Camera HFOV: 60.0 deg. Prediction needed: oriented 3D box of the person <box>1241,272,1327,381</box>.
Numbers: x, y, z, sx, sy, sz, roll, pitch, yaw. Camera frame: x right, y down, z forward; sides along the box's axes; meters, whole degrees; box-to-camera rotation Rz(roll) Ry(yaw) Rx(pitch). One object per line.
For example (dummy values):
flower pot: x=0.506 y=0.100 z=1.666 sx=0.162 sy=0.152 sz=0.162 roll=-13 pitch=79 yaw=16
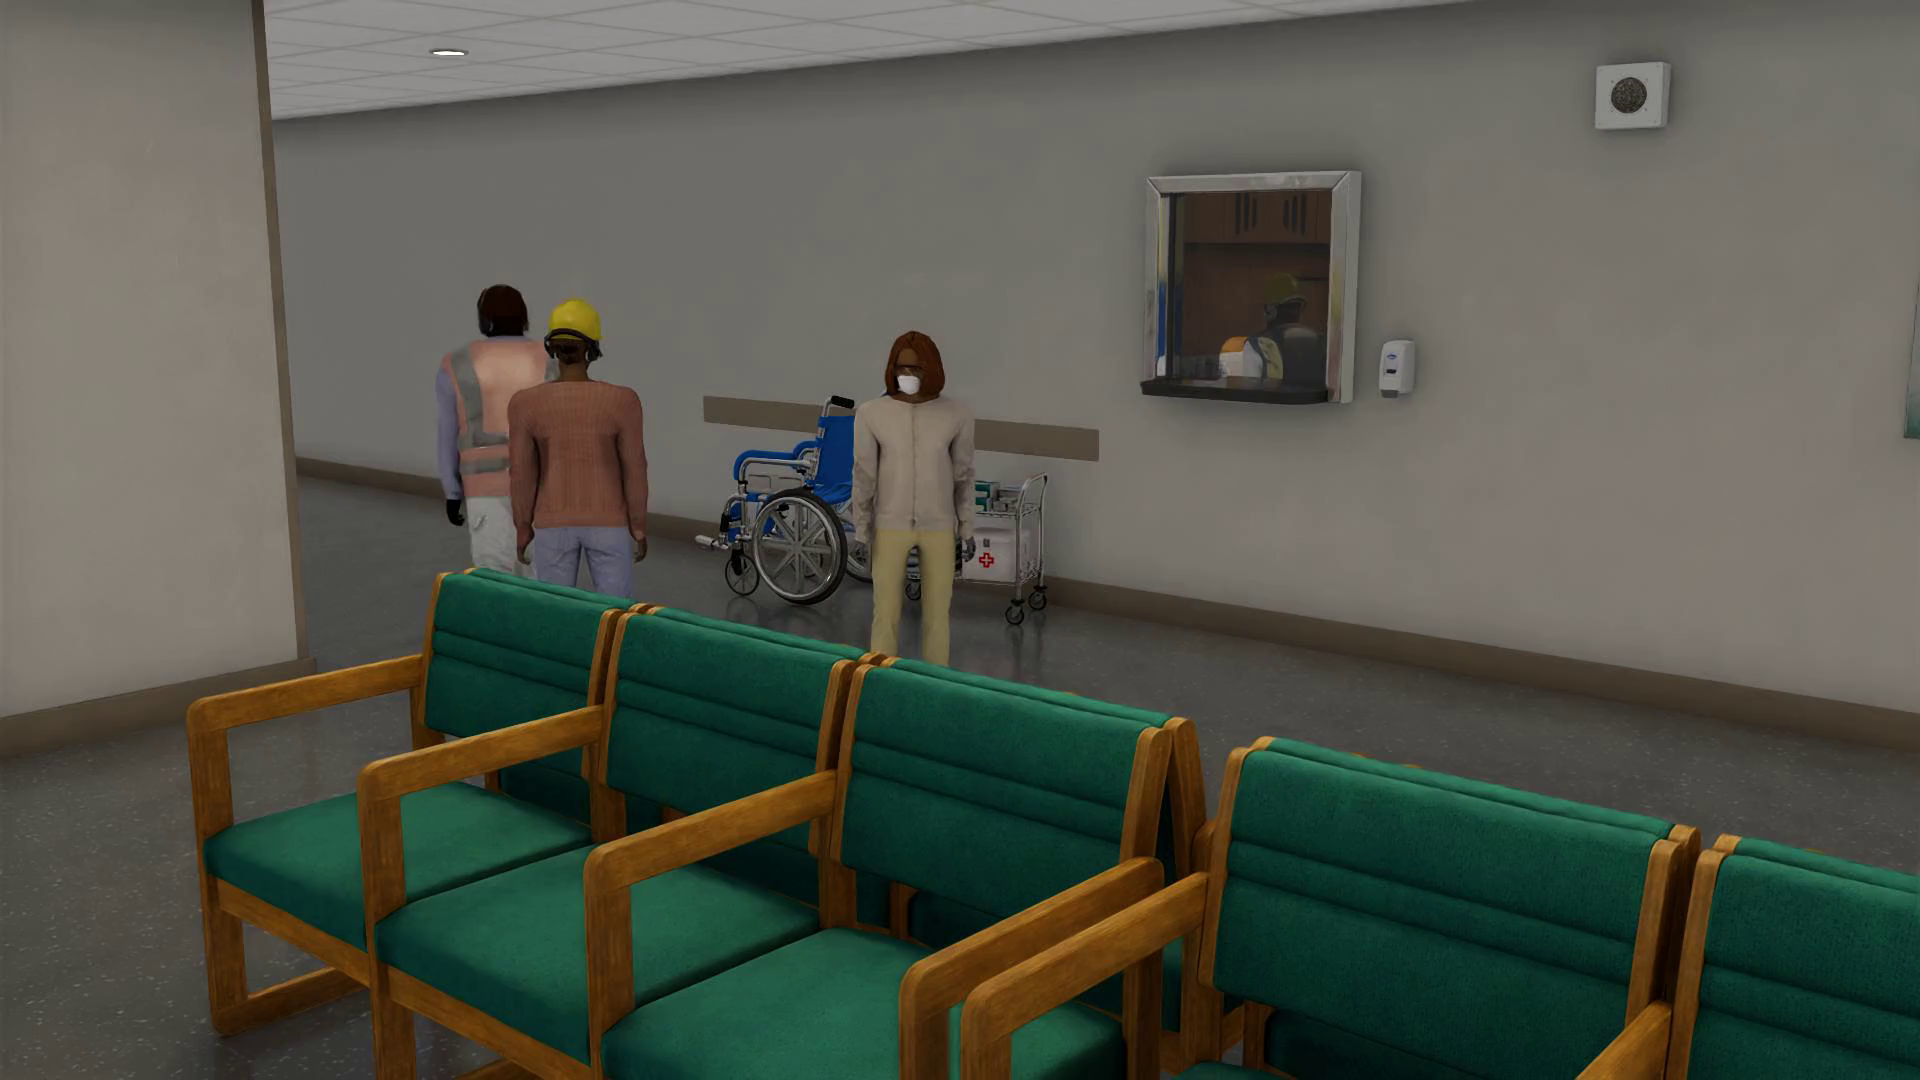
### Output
person: x=1.799 y=-0.571 z=9.288 sx=0.596 sy=1.823 sz=0.404 roll=-4 pitch=11 yaw=-23

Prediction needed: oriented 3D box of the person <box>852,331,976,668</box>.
person: x=-0.182 y=-0.028 z=6.733 sx=0.505 sy=1.632 sz=0.285 roll=-1 pitch=10 yaw=-7

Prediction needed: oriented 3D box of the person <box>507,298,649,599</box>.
person: x=-1.466 y=-0.044 z=6.446 sx=0.524 sy=1.769 sz=0.326 roll=-1 pitch=10 yaw=-4

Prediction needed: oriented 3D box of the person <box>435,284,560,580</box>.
person: x=-1.988 y=-0.226 z=7.399 sx=0.624 sy=1.811 sz=0.811 roll=-4 pitch=11 yaw=-20
